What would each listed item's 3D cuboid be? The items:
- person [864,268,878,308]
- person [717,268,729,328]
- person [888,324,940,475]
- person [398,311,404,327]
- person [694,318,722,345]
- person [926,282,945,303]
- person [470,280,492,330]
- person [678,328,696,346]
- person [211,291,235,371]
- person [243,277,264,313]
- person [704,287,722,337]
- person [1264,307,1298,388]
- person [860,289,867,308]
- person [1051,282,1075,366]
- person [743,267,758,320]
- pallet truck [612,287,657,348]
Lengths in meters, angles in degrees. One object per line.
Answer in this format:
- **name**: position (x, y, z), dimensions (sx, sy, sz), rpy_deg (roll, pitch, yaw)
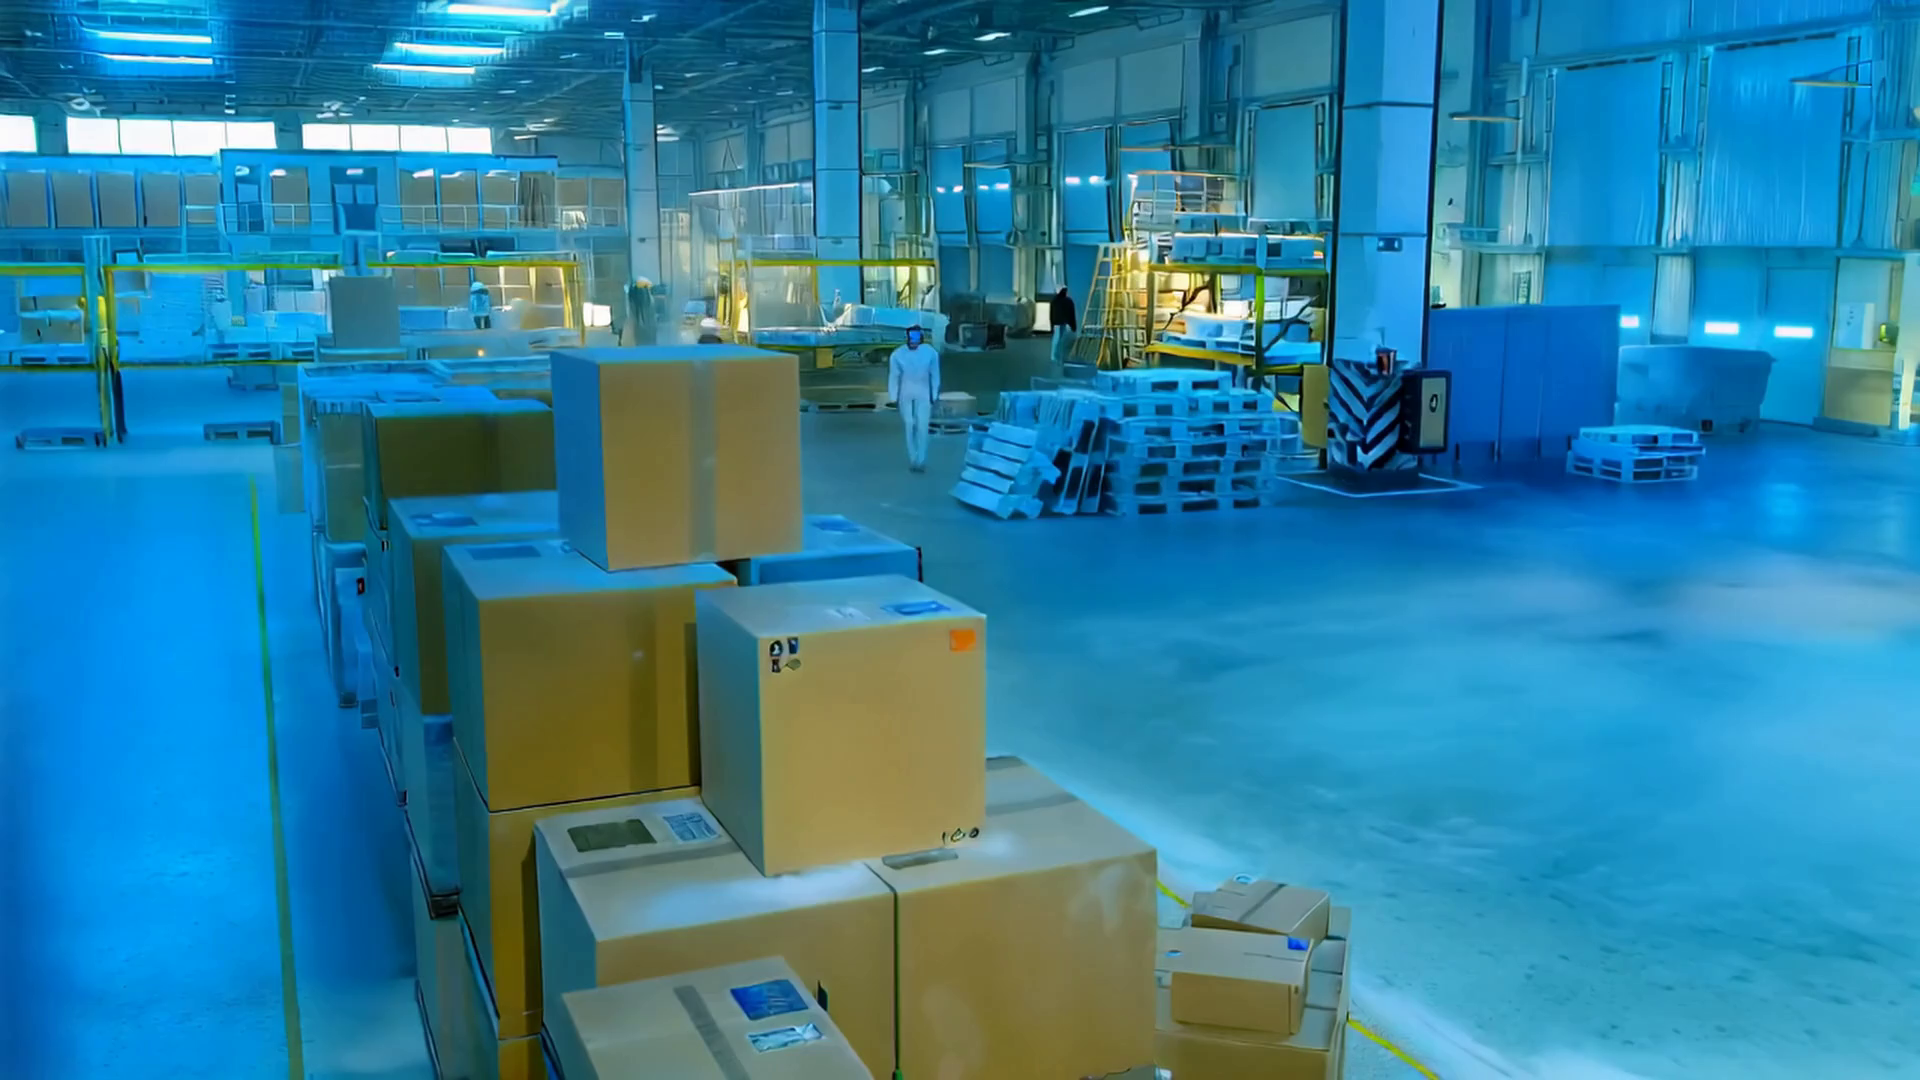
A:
- **person**: position (-3.265, -8.888, 60.329), dimensions (0.580, 1.909, 0.815), rpy_deg (-2, 10, -9)
- **person**: position (-7.956, -8.133, 55.957), dimensions (0.393, 1.990, 0.616), rpy_deg (-2, 10, -10)
- **person**: position (-0.597, -1.776, 21.151), dimensions (0.655, 1.906, 0.899), rpy_deg (1, 10, 5)
- **person**: position (-11.827, -4.126, 34.443), dimensions (0.639, 1.799, 0.977), rpy_deg (-9, 14, -42)
- **person**: position (-4.144, -2.747, 27.065), dimensions (0.502, 1.690, 0.900), rpy_deg (-9, 13, -40)
- **person**: position (-0.728, -6.887, 49.269), dimensions (0.594, 1.926, 0.366), rpy_deg (-2, 10, -11)
- **person**: position (-13.287, -6.269, 46.118), dimensions (0.619, 1.839, 0.430), rpy_deg (-9, 14, -40)
- **person**: position (-3.488, -1.810, 21.517), dimensions (0.330, 1.844, 0.520), rpy_deg (1, 10, 8)
- **person**: position (-16.805, -4.787, 38.032), dimensions (0.530, 1.834, 0.917), rpy_deg (-2, 11, -13)
- **person**: position (-19.696, -6.402, 46.663), dimensions (0.930, 1.900, 0.647), rpy_deg (7, 12, 33)
- **person**: position (-6.785, -6.064, 45.453), dimensions (0.718, 1.676, 0.538), rpy_deg (9, 14, 41)
- **person**: position (5.285, -2.885, 27.374), dimensions (0.578, 1.878, 0.347), rpy_deg (-1, 10, -3)
- **person**: position (-2.795, -6.096, 45.469), dimensions (0.545, 1.711, 0.898), rpy_deg (-5, 12, -27)
- **person**: position (2.436, -5.104, 39.302), dimensions (0.608, 1.987, 0.402), rpy_deg (-5, 11, -24)
- **person**: position (-7.709, -9.074, 61.319), dimensions (0.661, 1.921, 0.631), rpy_deg (1, 10, 4)
- **pallet truck**: position (-6.464, -4.406, 35.401), dimensions (0.823, 1.965, 1.885), rpy_deg (6, 12, 32)
